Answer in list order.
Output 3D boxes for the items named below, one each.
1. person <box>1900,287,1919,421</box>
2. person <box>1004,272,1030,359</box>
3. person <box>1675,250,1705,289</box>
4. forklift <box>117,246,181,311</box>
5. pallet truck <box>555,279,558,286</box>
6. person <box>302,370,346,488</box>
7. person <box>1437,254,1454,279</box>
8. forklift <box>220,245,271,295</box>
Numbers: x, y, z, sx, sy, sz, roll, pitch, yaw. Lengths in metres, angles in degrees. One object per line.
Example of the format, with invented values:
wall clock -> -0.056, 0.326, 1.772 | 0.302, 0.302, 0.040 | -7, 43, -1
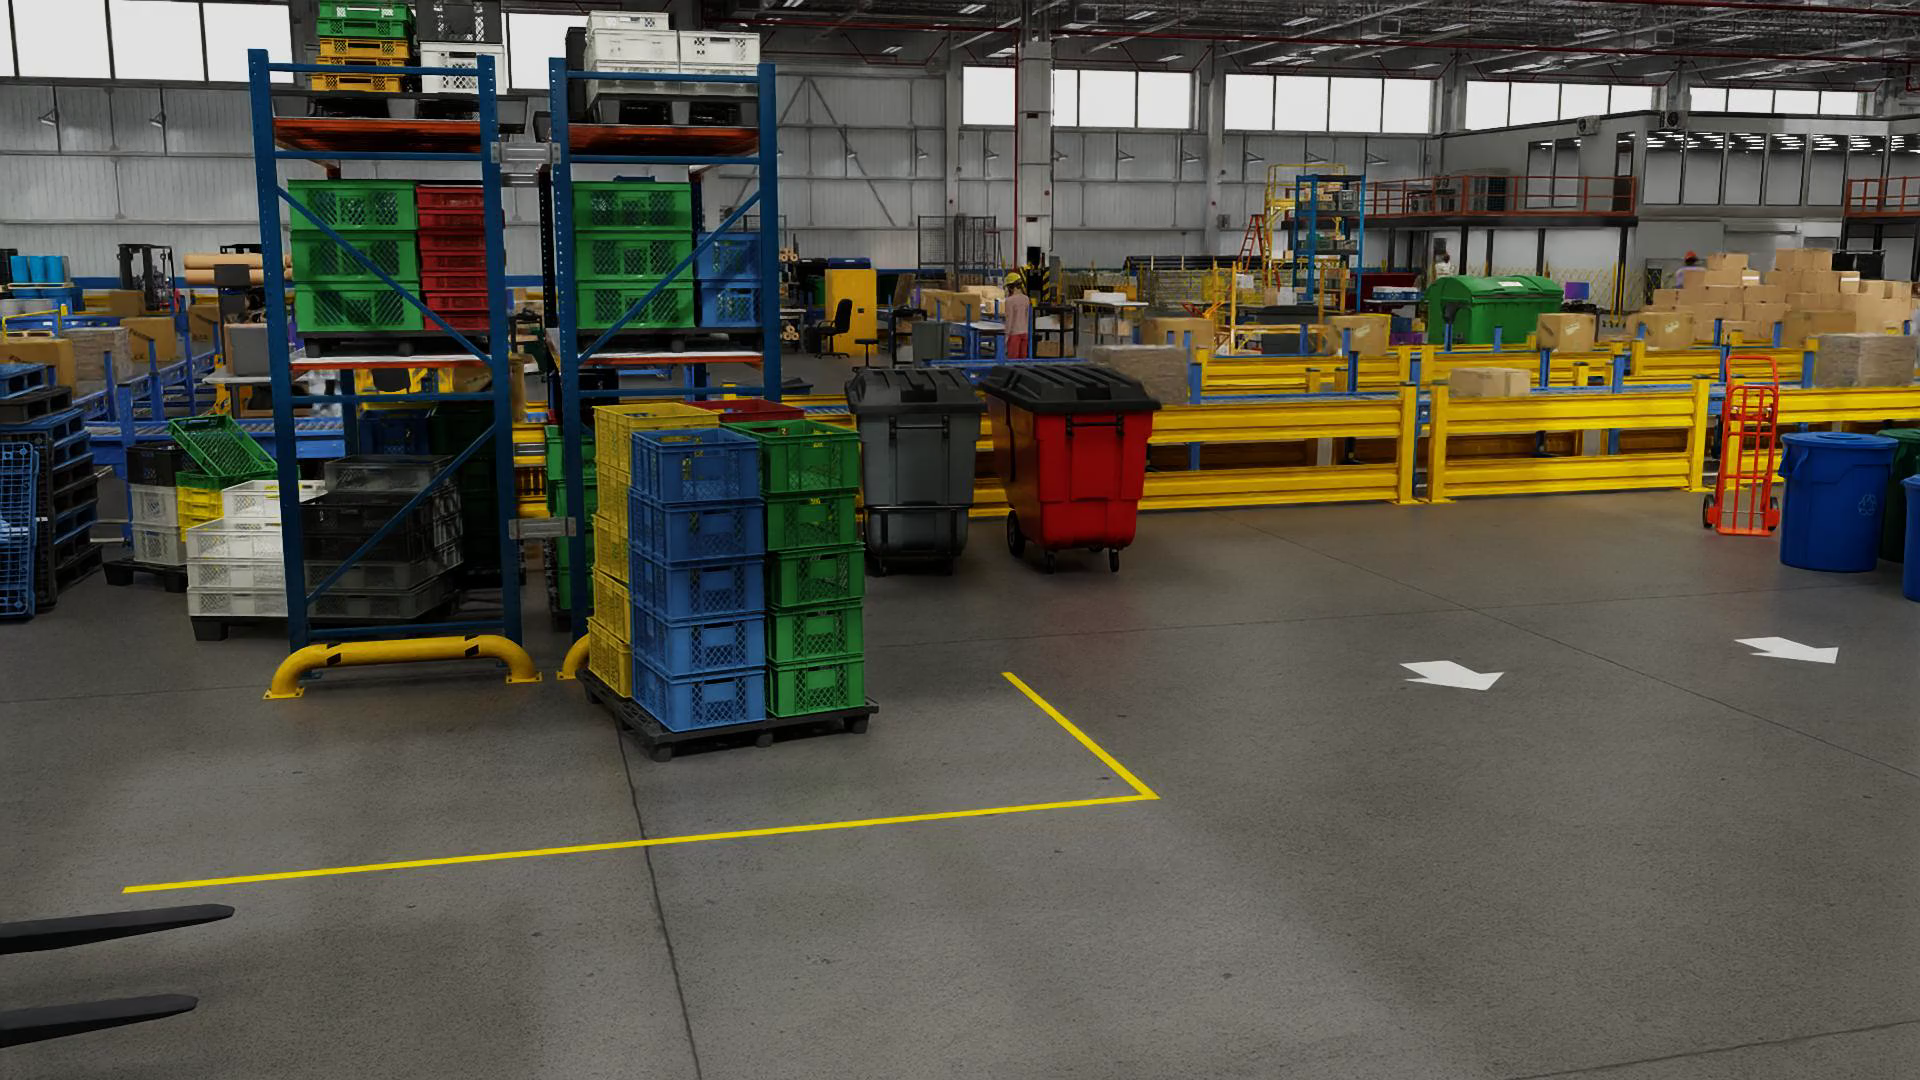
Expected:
person -> 10.879, -2.044, 18.588 | 0.804, 1.806, 0.595 | -3, 10, -17
person -> 0.778, -2.876, 23.417 | 0.320, 1.762, 0.522 | 7, 12, 36
person -> 16.159, -5.391, 36.887 | 0.642, 2.028, 0.424 | 0, 10, 3
forklift -> -19.966, -6.232, 40.894 | 1.157, 1.987, 2.680 | -3, 10, -15
pallet truck -> -10.604, -6.375, 44.520 | 0.653, 1.274, 1.630 | -3, 10, -15
person -> -5.230, -1.115, 13.742 | 0.785, 1.658, 0.539 | -7, 12, -35
person -> 17.258, -9.183, 58.903 | 0.583, 1.836, 0.968 | -4, 11, -20
forklift -> -17.749, -6.334, 41.440 | 1.157, 1.987, 2.680 | -3, 10, -17
